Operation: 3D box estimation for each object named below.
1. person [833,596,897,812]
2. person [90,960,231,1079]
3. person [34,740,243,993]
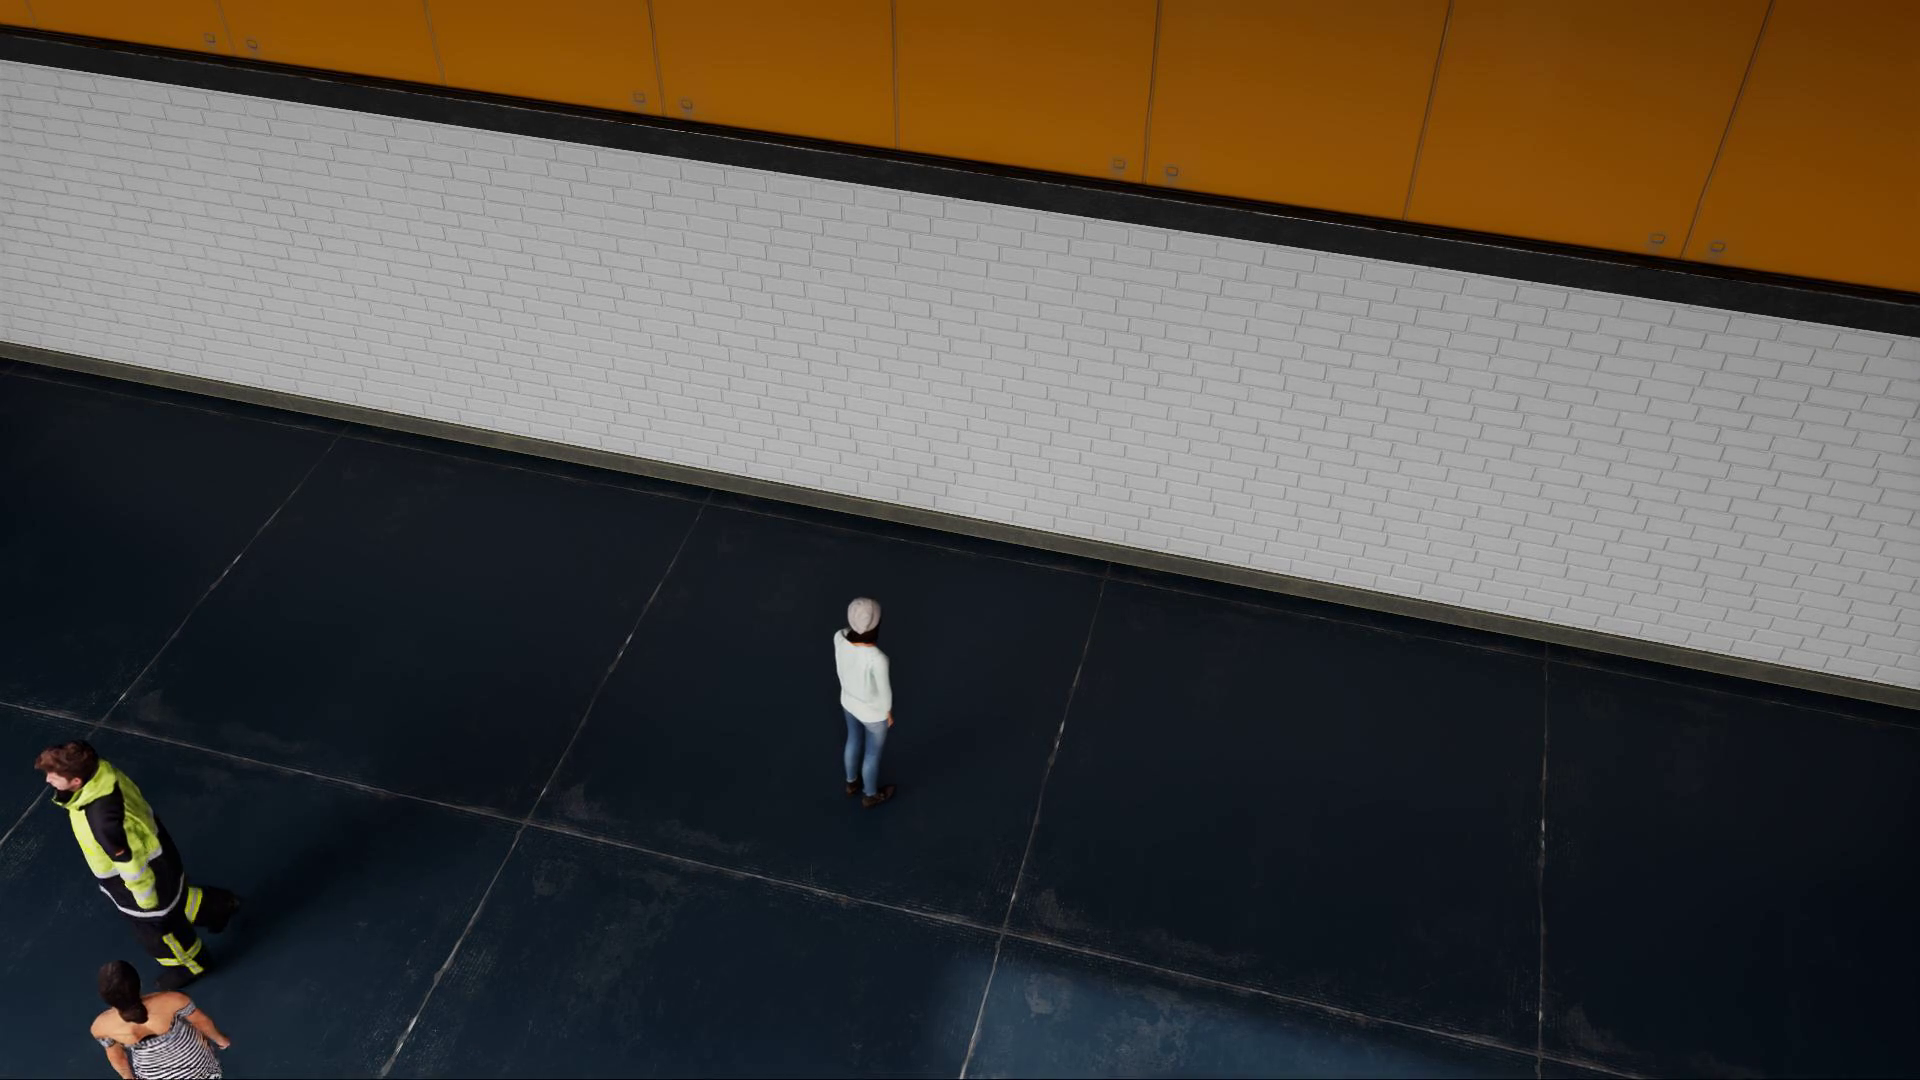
[{"bbox_3d":[-0.555,0.956,9.756,0.637,1.647,0.653,33,53,30],"label":"person"},{"bbox_3d":[-3.721,2.585,7.927,0.822,1.812,0.890,-16,46,-17],"label":"person"},{"bbox_3d":[-4.262,1.668,8.778,1.047,1.965,0.988,-24,49,-24],"label":"person"}]
